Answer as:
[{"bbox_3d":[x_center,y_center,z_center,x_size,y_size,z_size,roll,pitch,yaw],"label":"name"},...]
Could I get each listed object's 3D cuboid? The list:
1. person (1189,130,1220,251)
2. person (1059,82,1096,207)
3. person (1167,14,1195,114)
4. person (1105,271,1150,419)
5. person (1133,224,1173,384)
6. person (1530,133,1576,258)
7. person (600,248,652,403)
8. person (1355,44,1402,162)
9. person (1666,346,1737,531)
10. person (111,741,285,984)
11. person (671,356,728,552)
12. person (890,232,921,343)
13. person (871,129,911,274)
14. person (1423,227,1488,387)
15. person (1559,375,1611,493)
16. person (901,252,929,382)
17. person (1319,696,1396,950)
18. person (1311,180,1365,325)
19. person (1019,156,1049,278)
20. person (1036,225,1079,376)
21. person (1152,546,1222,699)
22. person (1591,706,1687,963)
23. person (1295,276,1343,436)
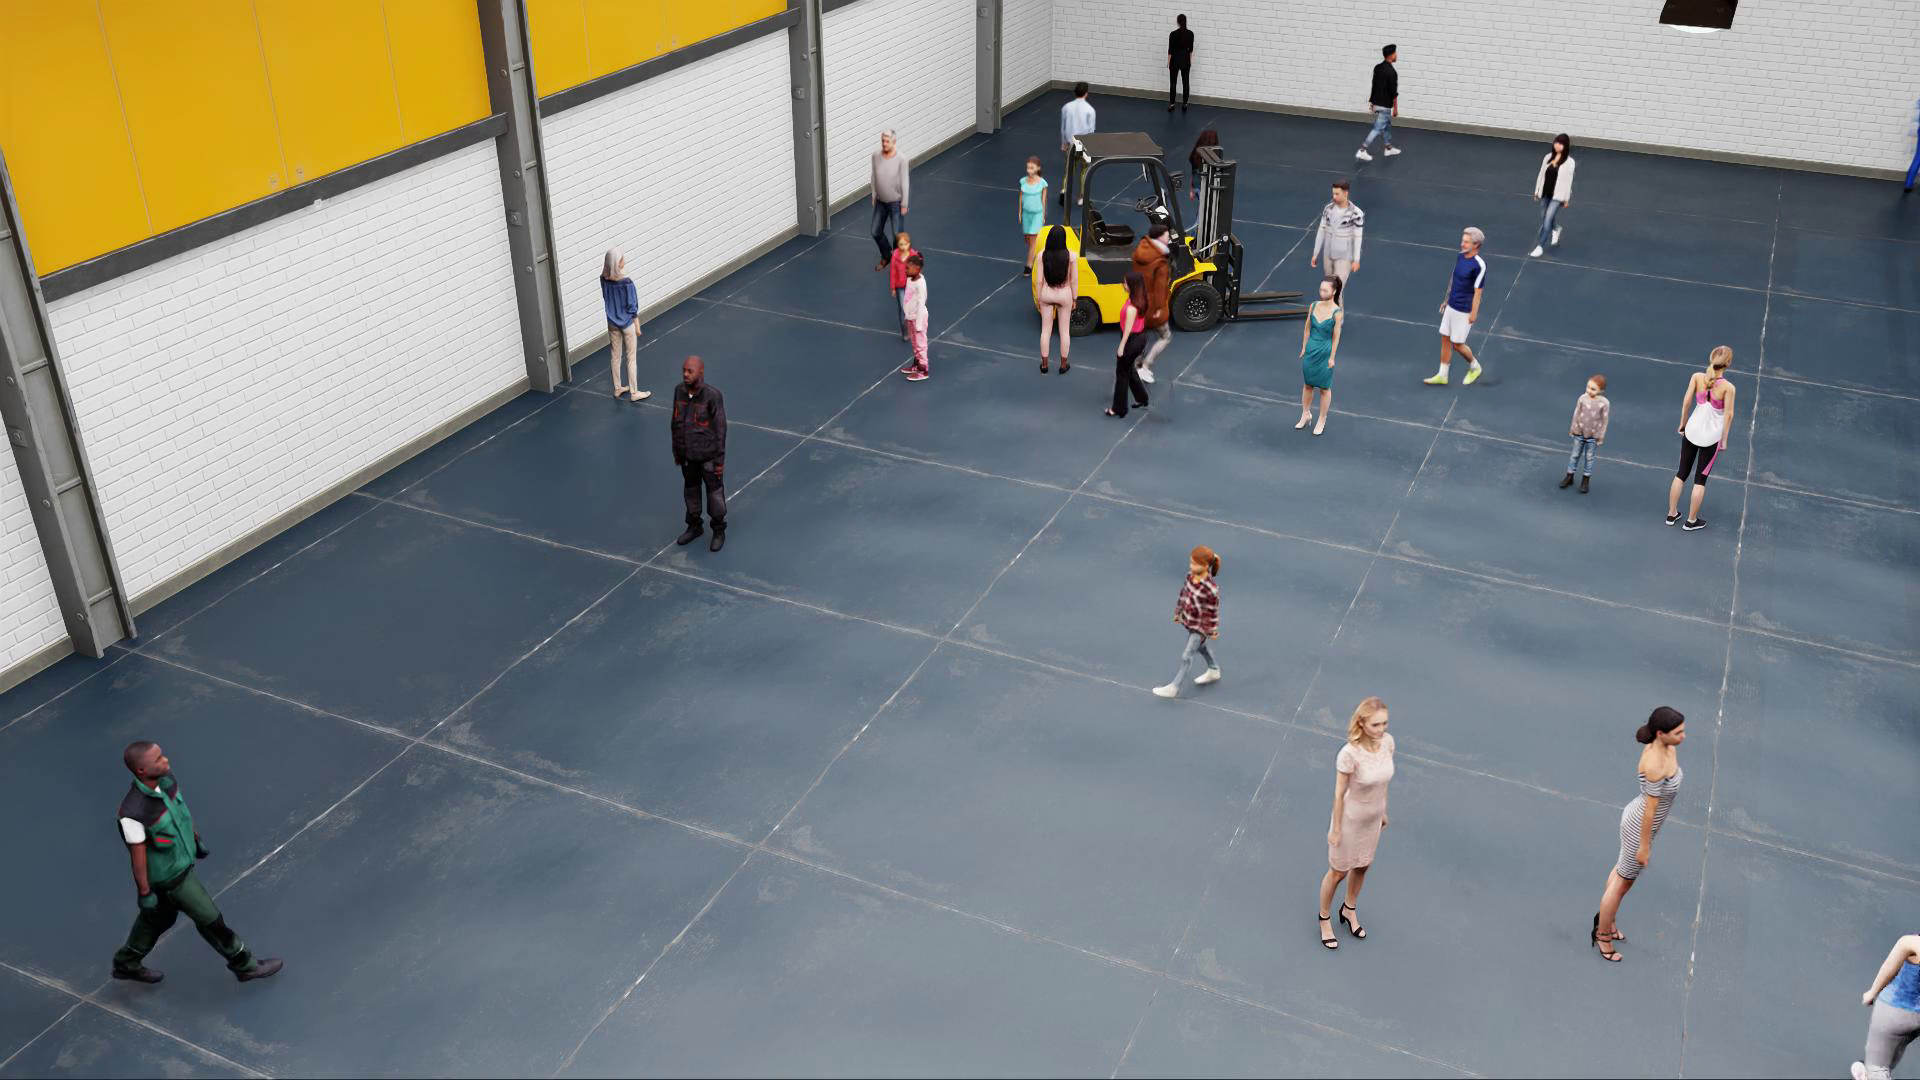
[{"bbox_3d":[3.213,-4.670,22.323,0.869,1.596,0.774,-18,34,-30],"label":"person"},{"bbox_3d":[1.672,-5.647,23.909,0.707,1.793,0.988,15,32,25],"label":"person"},{"bbox_3d":[3.817,-8.271,28.854,0.693,1.663,0.722,-4,29,-7],"label":"person"},{"bbox_3d":[1.836,-2.034,17.435,0.692,1.649,0.624,13,31,23],"label":"person"},{"bbox_3d":[2.017,-2.542,18.187,0.859,1.821,0.844,-20,34,-32],"label":"person"},{"bbox_3d":[7.952,-4.622,22.213,1.089,1.617,0.870,-24,37,-37],"label":"person"},{"bbox_3d":[-3.648,-2.328,17.923,0.629,1.697,0.581,16,32,26],"label":"person"},{"bbox_3d":[6.569,-6.828,26.097,1.196,1.771,1.169,-8,30,-14],"label":"person"},{"bbox_3d":[6.817,-0.943,15.292,0.659,1.787,0.686,-23,36,-35],"label":"person"},{"bbox_3d":[-4.816,1.987,9.917,1.195,1.790,1.285,-3,29,-6],"label":"person"},{"bbox_3d":[-2.342,-0.818,15.023,0.714,1.825,0.622,10,30,17],"label":"person"},{"bbox_3d":[-0.646,-2.997,19.559,0.711,1.307,0.790,-6,29,-10],"label":"person"},{"bbox_3d":[-0.860,-4.406,21.530,0.749,1.892,0.660,14,32,24],"label":"person"},{"bbox_3d":[5.531,-2.541,18.179,0.977,1.828,0.928,-7,29,-13],"label":"person"},{"bbox_3d":[6.090,-1.055,16.115,0.510,1.194,0.512,19,34,31],"label":"person"},{"bbox_3d":[-0.478,-2.510,18.516,0.671,1.450,0.622,-12,31,-21],"label":"person"},{"bbox_3d":[2.467,1.748,10.332,0.627,1.811,0.709,-13,31,-23],"label":"person"},{"bbox_3d":[4.540,-3.382,19.718,1.008,1.830,0.884,-22,36,-35],"label":"person"},{"bbox_3d":[0.974,-4.221,21.555,0.548,1.544,0.903,14,32,24],"label":"person"},{"bbox_3d":[1.073,-2.677,18.540,0.680,1.720,0.646,3,29,6],"label":"person"},{"bbox_3d":[1.911,0.626,12.957,0.962,1.269,0.877,-12,31,-21],"label":"person"},{"bbox_3d":[4.179,1.792,10.241,0.667,1.822,0.478,15,32,25],"label":"person"},{"bbox_3d":[3.717,-1.909,17.163,0.598,1.691,0.576,24,37,37],"label":"person"}]
